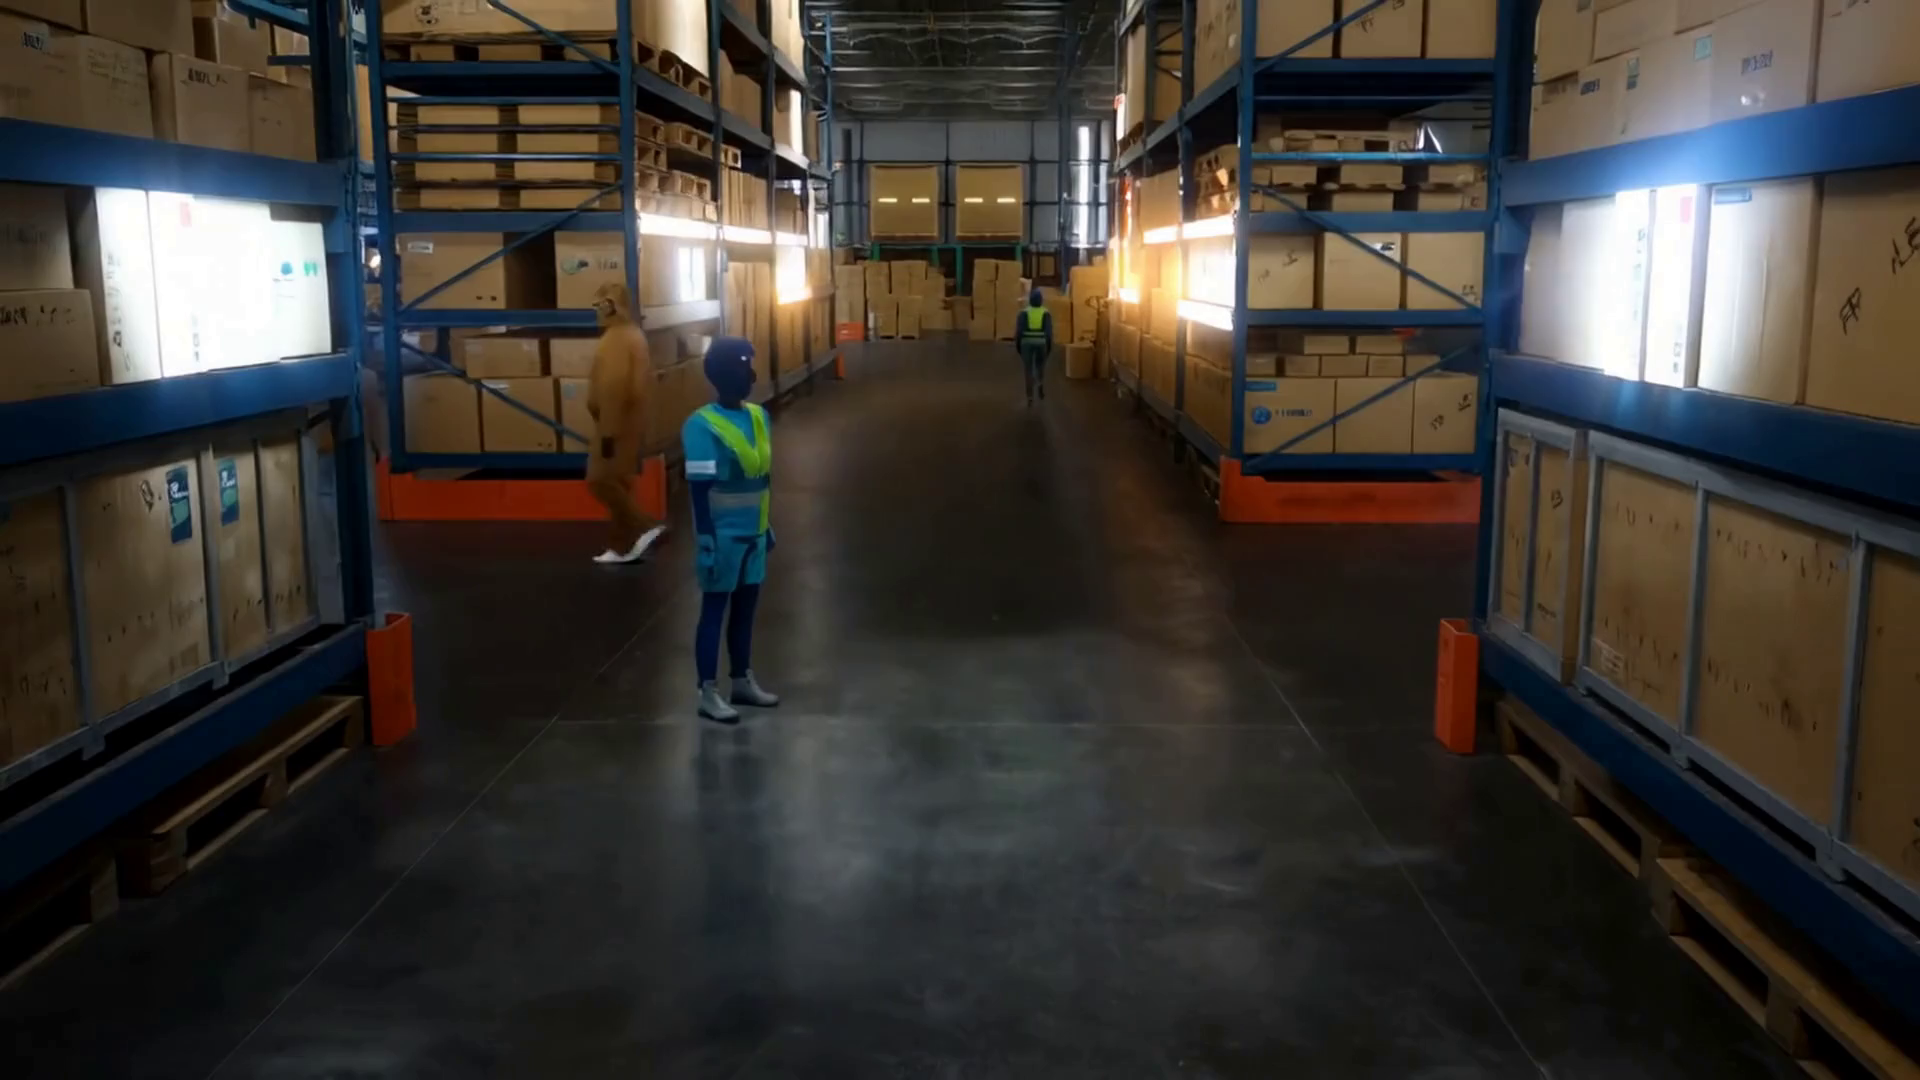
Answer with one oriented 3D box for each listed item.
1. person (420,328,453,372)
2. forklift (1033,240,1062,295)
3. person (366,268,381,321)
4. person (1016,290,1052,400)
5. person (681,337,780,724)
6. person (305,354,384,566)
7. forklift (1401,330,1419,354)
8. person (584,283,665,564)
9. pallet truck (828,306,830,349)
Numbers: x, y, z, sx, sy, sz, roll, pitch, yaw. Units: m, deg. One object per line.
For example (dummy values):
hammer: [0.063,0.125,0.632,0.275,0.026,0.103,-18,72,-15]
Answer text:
person: [-6.159,-2.200,19.619,0.372,1.915,0.596,-7,12,-37]
forklift: [3.156,-9.514,60.553,1.129,2.768,1.873,0,9,1]
person: [-20.080,-8.378,56.924,0.533,1.817,0.643,6,11,33]
person: [1.079,-2.875,24.568,0.518,1.619,0.624,-1,10,-4]
person: [-1.007,-0.049,7.392,0.315,1.696,0.541,5,11,28]
person: [-4.043,-0.600,10.925,0.519,1.617,0.345,-7,12,-37]
forklift: [6.469,-3.025,21.681,1.129,2.768,1.873,0,9,1]
person: [-2.260,-0.755,11.043,0.464,1.888,0.664,1,10,6]
pallet truck: [-3.100,-3.940,29.800,1.885,1.965,0.823,3,10,19]
